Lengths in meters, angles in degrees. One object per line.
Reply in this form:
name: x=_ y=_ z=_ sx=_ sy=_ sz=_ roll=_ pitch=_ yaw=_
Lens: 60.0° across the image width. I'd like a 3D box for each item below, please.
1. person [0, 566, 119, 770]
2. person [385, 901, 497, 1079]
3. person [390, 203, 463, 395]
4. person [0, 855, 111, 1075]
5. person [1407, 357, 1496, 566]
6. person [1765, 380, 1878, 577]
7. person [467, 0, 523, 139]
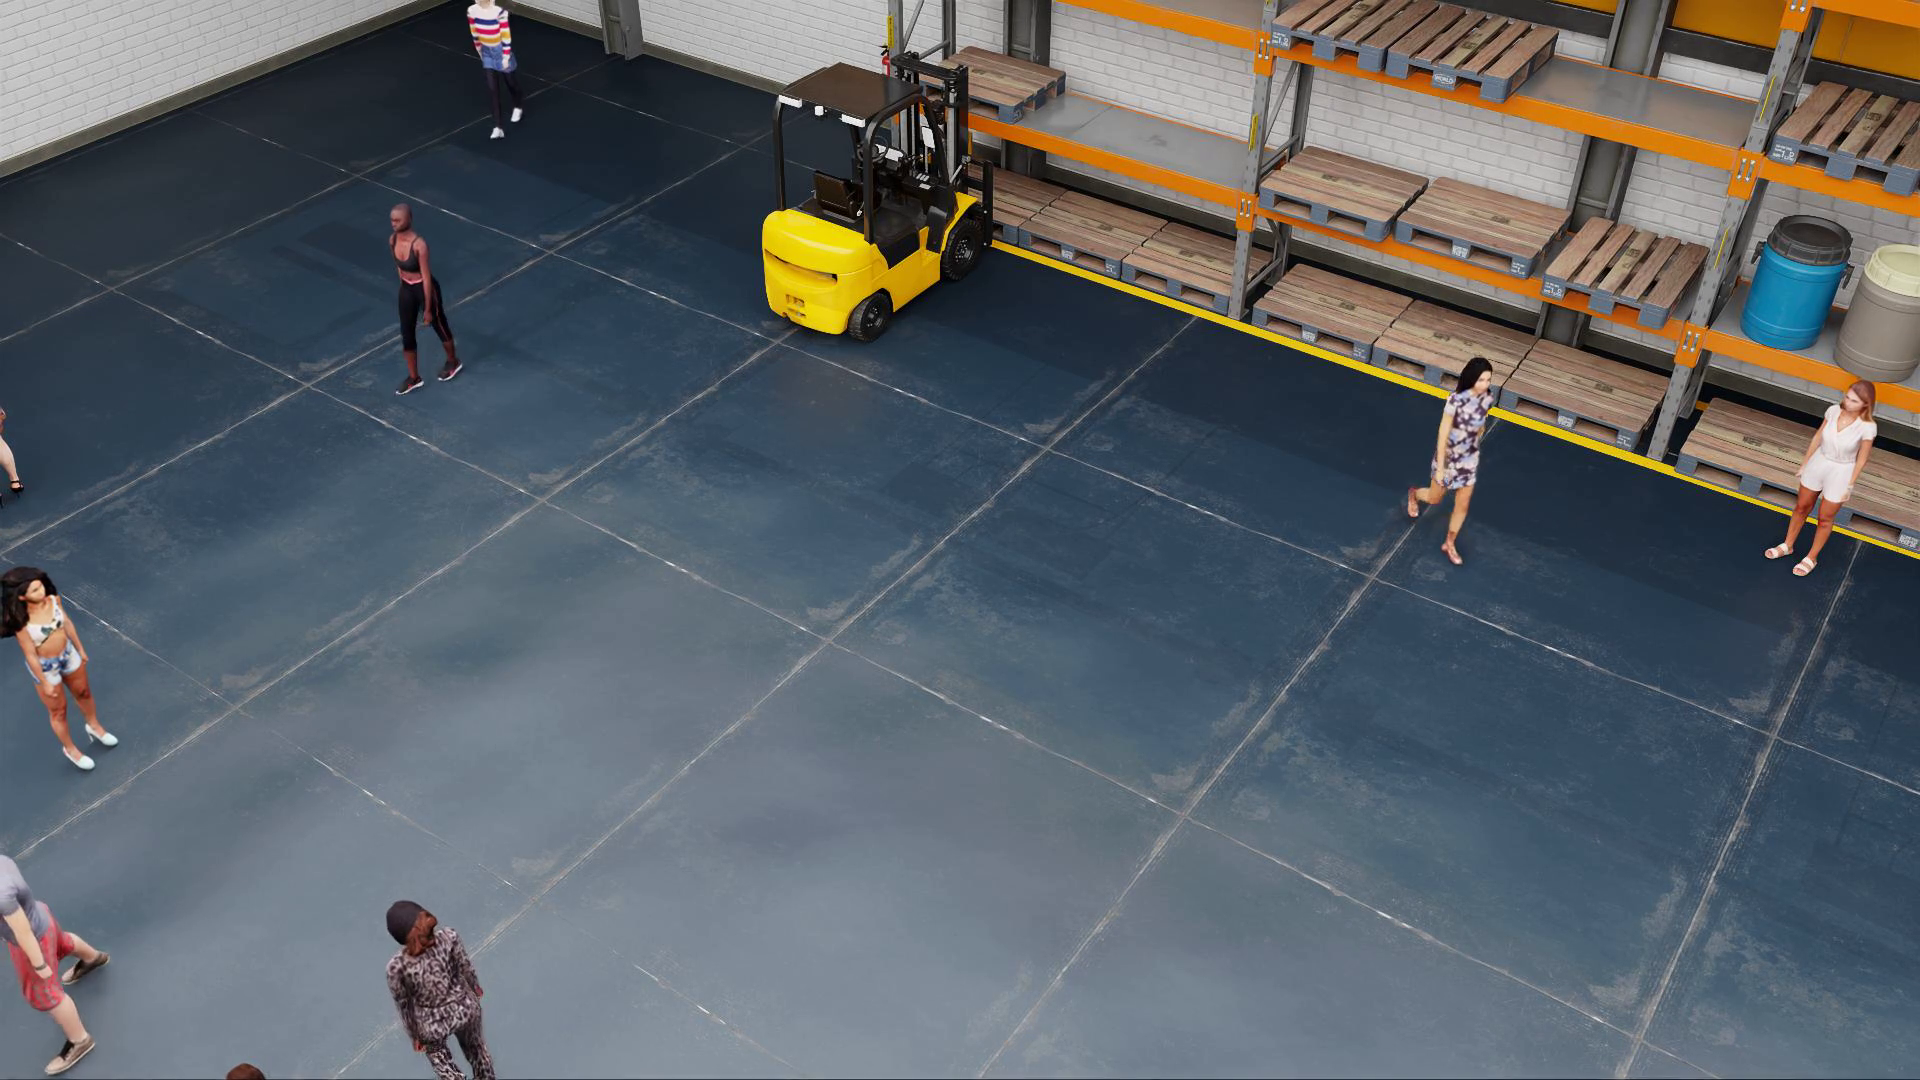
person: x=-5.945 y=0.826 z=10.931 sx=0.647 sy=1.621 sz=0.631 roll=12 pitch=40 yaw=14
person: x=-2.675 y=2.547 z=8.711 sx=0.703 sy=1.702 sz=0.735 roll=-21 pitch=43 yaw=-24
person: x=-4.655 y=-2.186 z=14.607 sx=0.917 sy=1.740 sz=0.772 roll=14 pitch=41 yaw=17
person: x=-5.138 y=2.208 z=9.201 sx=1.026 sy=1.621 sz=0.846 roll=-24 pitch=45 yaw=-27
person: x=3.752 y=-0.665 z=12.724 sx=0.955 sy=1.712 sz=1.052 roll=-10 pitch=40 yaw=-12
person: x=6.551 y=-0.489 z=12.518 sx=0.706 sy=1.696 sz=0.596 roll=-22 pitch=43 yaw=-25
person: x=-5.163 y=-5.453 z=18.683 sx=1.143 sy=1.759 sz=1.063 roll=4 pitch=39 yaw=5
